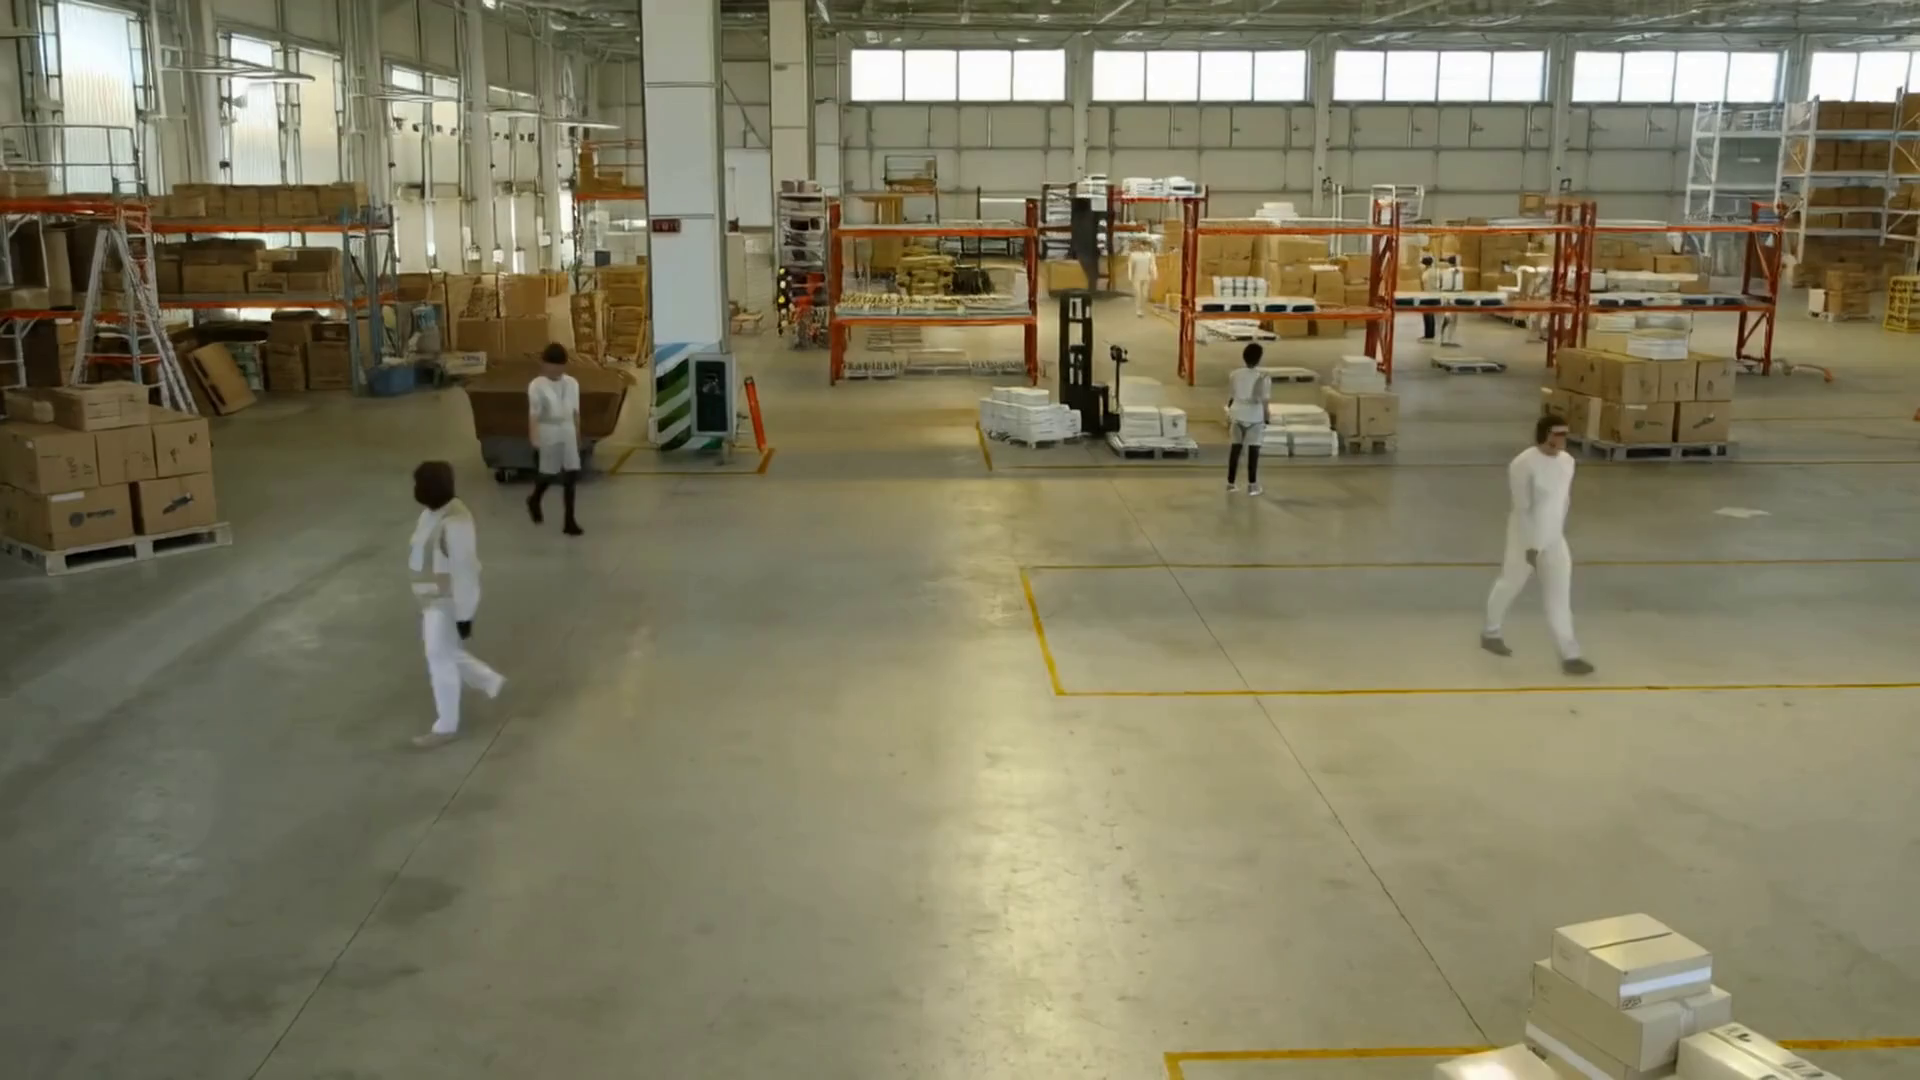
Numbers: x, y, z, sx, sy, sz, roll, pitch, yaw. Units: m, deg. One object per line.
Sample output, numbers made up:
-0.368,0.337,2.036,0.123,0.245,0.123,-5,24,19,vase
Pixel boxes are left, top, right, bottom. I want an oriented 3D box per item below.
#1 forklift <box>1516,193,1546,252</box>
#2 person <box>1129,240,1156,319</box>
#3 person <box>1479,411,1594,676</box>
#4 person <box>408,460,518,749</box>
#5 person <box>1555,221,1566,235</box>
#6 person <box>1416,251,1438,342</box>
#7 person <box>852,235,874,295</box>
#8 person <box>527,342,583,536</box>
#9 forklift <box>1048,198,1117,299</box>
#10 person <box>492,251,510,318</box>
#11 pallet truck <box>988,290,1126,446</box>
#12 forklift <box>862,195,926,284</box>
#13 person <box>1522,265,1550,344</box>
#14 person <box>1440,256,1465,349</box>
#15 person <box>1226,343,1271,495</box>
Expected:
19.681,-10.600,57.581,1.873,2.768,1.129,-9,15,-34,forklift
4.499,-6.366,40.659,0.658,1.910,0.819,-3,13,-12,person
4.187,0.002,12.002,0.627,1.887,1.045,-5,14,-22,person
-3.146,0.382,10.398,0.609,1.823,0.637,-6,14,-27,person
19.956,-9.600,55.211,0.551,1.936,0.356,-11,16,-39,person
9.865,-5.137,35.118,0.407,1.918,0.584,7,15,30,person
-2.807,-8.005,48.019,0.627,1.936,0.373,0,12,2,person
-4.028,-1.012,16.493,0.546,1.922,0.654,-12,17,-42,person
3.448,-8.208,46.778,1.873,2.768,1.129,0,12,-2,forklift
-11.302,-6.263,40.846,0.313,1.634,0.514,-11,16,-40,person
1.257,-2.299,22.111,1.885,1.965,0.823,-9,15,-35,pallet truck
-2.120,-9.692,53.479,1.873,2.768,1.129,-7,14,-28,forklift
12.045,-4.914,34.729,0.515,1.640,0.315,10,16,39,person
9.995,-4.809,33.704,0.345,1.882,0.584,-6,14,-26,person
3.205,-1.343,18.498,0.535,1.690,0.320,10,16,38,person
